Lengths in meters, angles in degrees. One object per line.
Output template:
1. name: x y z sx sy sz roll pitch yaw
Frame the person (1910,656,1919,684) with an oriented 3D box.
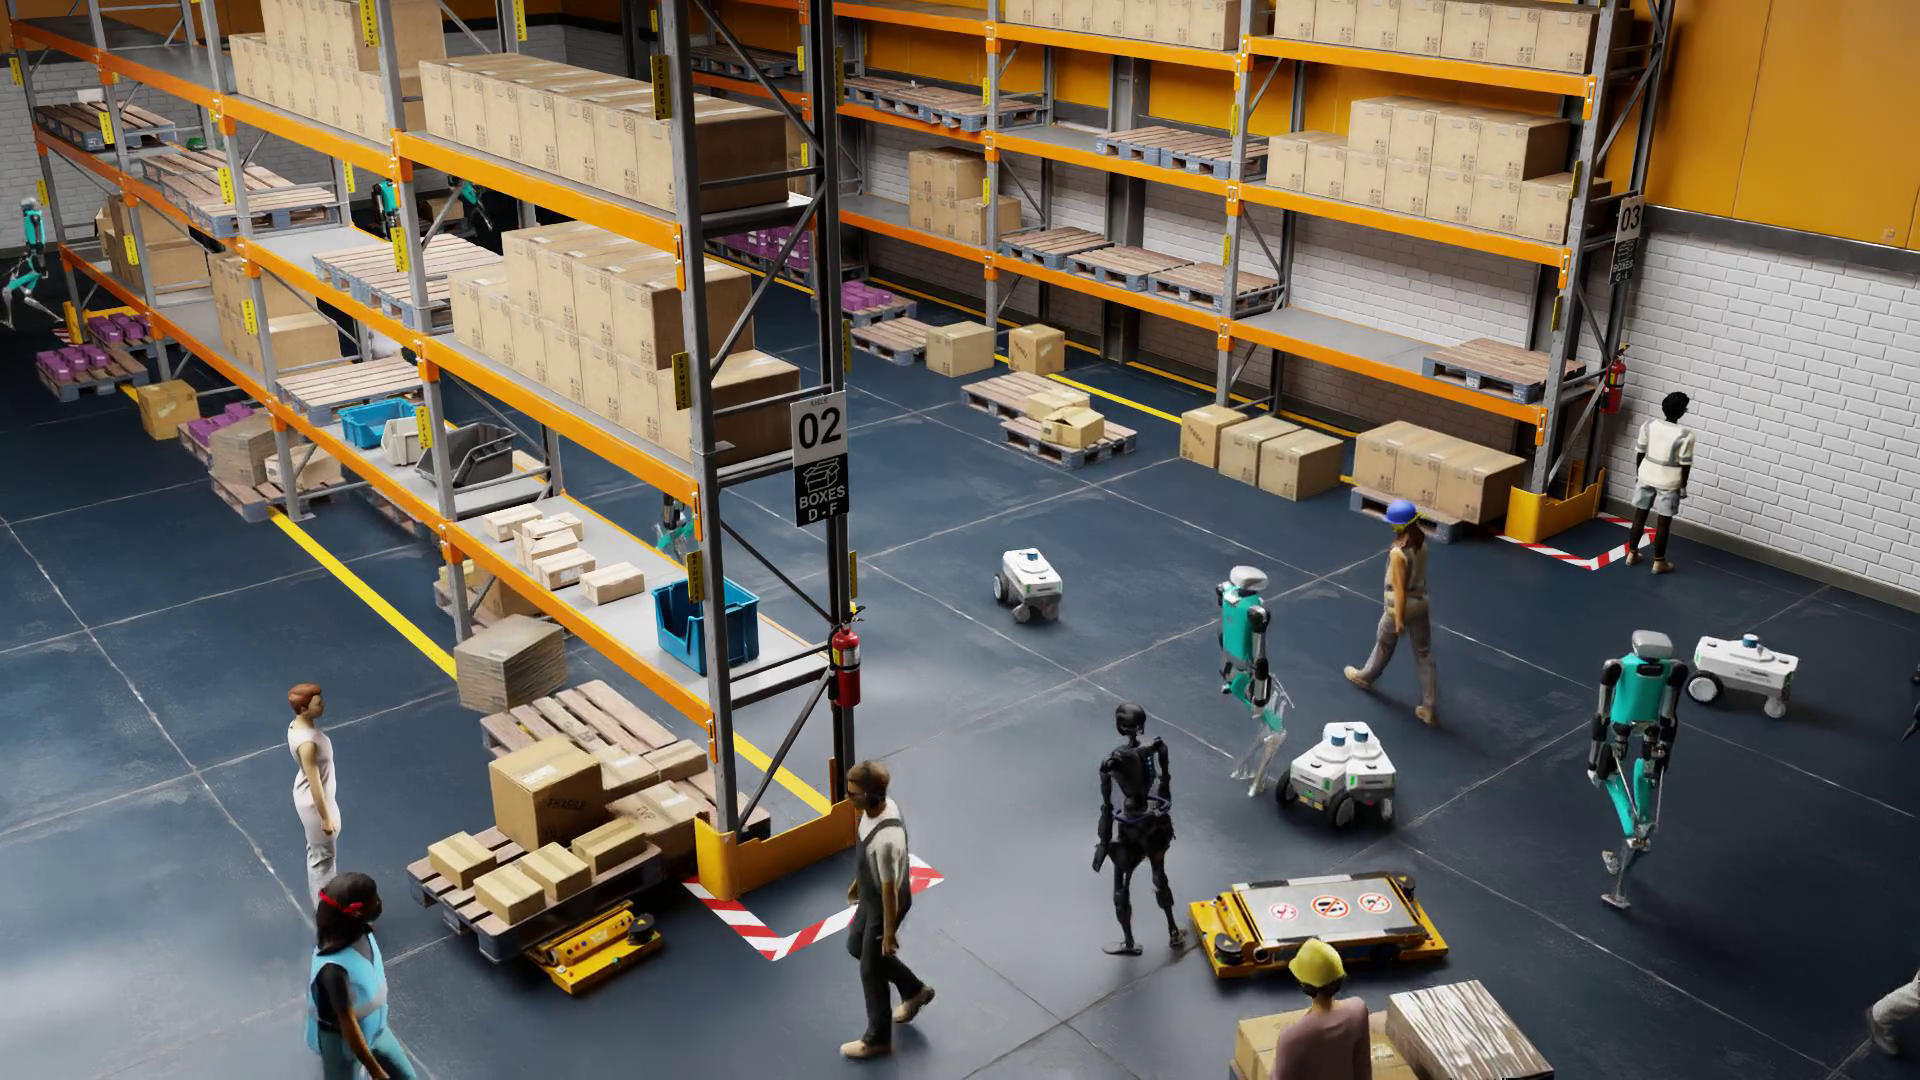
1. person: 7.804 0.268 12.943 0.546 1.924 0.382 14 27 28

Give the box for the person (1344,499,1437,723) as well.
1. person: 3.356 0.512 12.621 0.473 1.712 0.931 -16 28 -33

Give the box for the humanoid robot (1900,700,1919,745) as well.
1. humanoid robot: 6.614 1.259 11.031 0.605 1.623 0.823 7 24 15

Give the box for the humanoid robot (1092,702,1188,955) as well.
1. humanoid robot: 1.092 1.742 9.844 0.611 1.645 0.484 -18 29 -35

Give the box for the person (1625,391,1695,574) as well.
1. person: 6.344 -0.528 15.061 0.321 1.695 0.535 -17 29 -35

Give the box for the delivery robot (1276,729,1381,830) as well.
1. delivery robot: 2.574 1.621 11.552 0.785 0.613 0.525 -22 31 -40

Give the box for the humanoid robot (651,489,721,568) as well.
1. humanoid robot: -2.407 -0.256 14.389 0.565 1.761 0.857 -16 28 -33

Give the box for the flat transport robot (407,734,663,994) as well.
1. flat transport robot: -2.549 2.294 10.332 1.431 0.231 0.659 21 31 40

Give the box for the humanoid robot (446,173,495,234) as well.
1. humanoid robot: -8.114 -5.950 27.629 0.919 1.807 0.564 9 25 19

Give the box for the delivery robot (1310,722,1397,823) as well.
1. delivery robot: 2.778 1.576 11.617 0.499 0.583 0.768 -2 23 -4

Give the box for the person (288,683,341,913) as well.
1. person: -3.905 1.621 10.133 0.269 1.656 0.460 -11 26 -24

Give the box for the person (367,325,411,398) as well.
1. person: -6.608 -2.229 18.996 0.556 1.697 0.938 -19 30 -37

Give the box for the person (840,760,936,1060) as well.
1. person: -0.408 1.995 9.063 0.480 1.829 0.511 -3 24 -7

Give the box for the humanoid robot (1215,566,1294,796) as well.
1. humanoid robot: 2.108 0.986 11.540 0.722 1.804 0.540 -10 25 -22

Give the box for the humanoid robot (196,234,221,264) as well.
1. humanoid robot: -11.514 -4.961 25.367 0.590 1.651 0.396 11 26 25

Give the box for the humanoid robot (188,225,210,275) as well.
1. humanoid robot: -10.674 -4.001 23.132 0.353 1.652 0.588 2 23 4

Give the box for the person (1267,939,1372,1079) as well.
1. person: 1.635 2.615 7.751 0.523 1.714 0.877 -18 29 -35

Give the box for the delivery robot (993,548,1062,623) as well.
1. delivery robot: 0.607 0.356 14.462 0.519 0.598 0.769 -7 24 -15

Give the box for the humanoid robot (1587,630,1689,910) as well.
1. humanoid robot: 4.246 1.503 10.331 0.546 1.783 0.889 -1 23 -2

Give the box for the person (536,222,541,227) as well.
1. person: -5.140 -2.967 20.451 0.406 1.905 0.650 13 26 27

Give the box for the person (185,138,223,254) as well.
1. person: -11.718 -5.249 25.734 0.610 1.914 0.542 -7 24 -17

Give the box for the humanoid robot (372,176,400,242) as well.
1. humanoid robot: -8.031 -4.482 24.002 0.533 1.677 0.735 -19 30 -36

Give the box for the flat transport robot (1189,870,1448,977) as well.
1. flat transport robot: 2.186 2.351 10.199 1.431 0.231 0.659 -3 24 -8

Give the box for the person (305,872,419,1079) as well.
1. person: -2.806 2.445 8.032 0.987 1.812 0.571 2 23 6

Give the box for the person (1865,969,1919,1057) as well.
1. person: 5.278 2.124 8.732 0.545 1.852 0.952 -2 23 -6

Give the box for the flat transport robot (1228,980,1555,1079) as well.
1. flat transport robot: 2.081 3.097 8.472 0.659 0.231 1.431 -6 24 -13

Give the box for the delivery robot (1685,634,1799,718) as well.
1. delivery robot: 6.079 1.014 12.927 0.784 0.589 0.499 14 27 30

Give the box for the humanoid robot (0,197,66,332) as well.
1. humanoid robot: -12.672 -3.664 22.336 1.017 1.778 0.541 -19 29 -36
